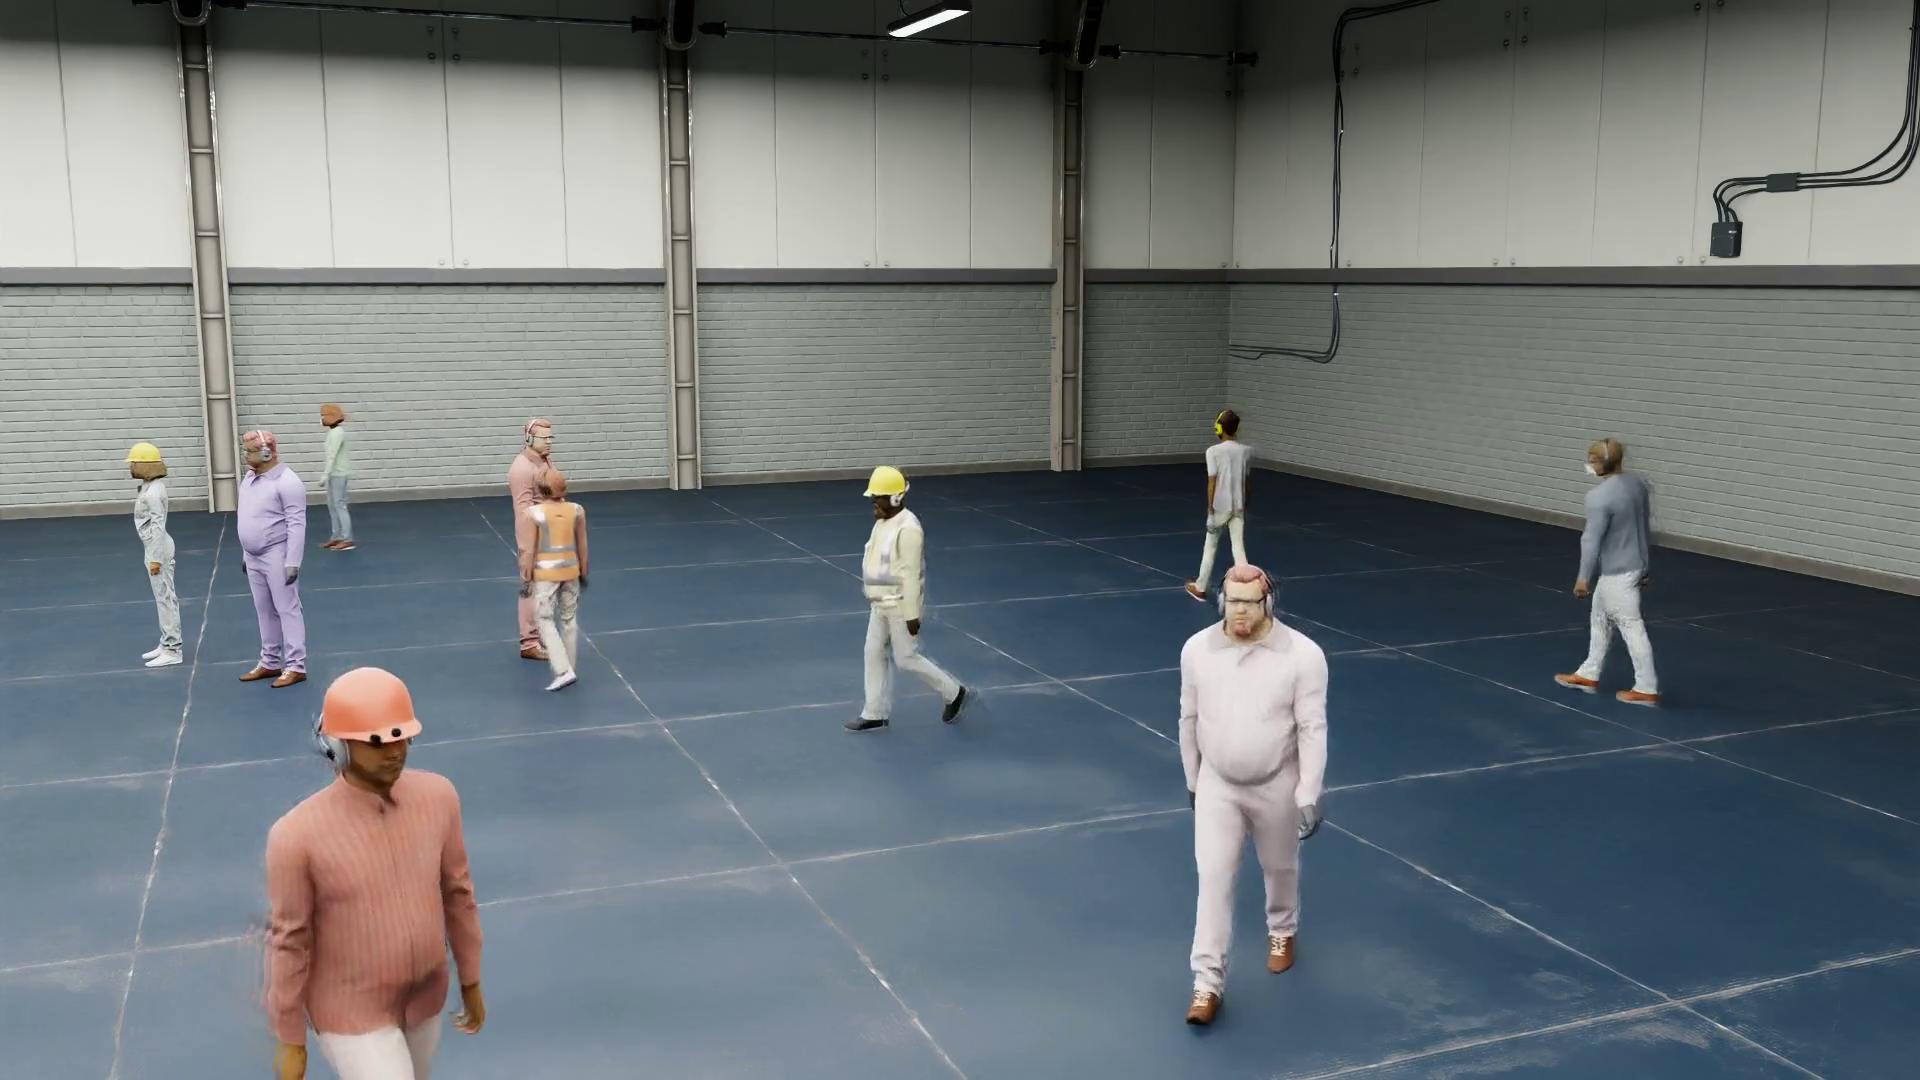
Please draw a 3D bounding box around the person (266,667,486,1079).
[{"bbox_3d":[-1.697,1.302,4.821,0.981,1.956,0.622,6,11,34],"label":"person"}]

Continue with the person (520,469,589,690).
[{"bbox_3d":[-2.955,0.282,12.256,0.509,1.625,0.587,9,12,43],"label":"person"}]

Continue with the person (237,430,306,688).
[{"bbox_3d":[-5.115,0.136,12.302,0.636,1.903,0.404,6,11,34],"label":"person"}]

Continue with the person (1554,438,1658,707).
[{"bbox_3d":[4.600,0.220,11.802,0.859,1.890,0.660,8,12,42],"label":"person"}]

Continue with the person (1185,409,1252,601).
[{"bbox_3d":[2.415,-0.279,15.165,0.543,1.814,0.993,-4,10,-21],"label":"person"}]

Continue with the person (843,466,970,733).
[{"bbox_3d":[-0.356,0.396,11.006,0.783,1.801,0.595,-4,10,-21],"label":"person"}]

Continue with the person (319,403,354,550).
[{"bbox_3d":[-6.923,-0.698,18.378,0.345,1.627,0.515,-4,10,-26],"label":"person"}]

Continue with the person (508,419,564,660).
[{"bbox_3d":[-3.326,-0.012,13.223,0.401,1.904,0.650,1,9,3],"label":"person"}]

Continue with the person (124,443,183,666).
[{"bbox_3d":[-6.284,0.109,12.959,0.305,1.745,0.483,-4,10,-26],"label":"person"}]

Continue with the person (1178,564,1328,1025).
[{"bbox_3d":[1.217,1.011,6.974,0.657,1.857,1.019,4,10,21],"label":"person"}]
